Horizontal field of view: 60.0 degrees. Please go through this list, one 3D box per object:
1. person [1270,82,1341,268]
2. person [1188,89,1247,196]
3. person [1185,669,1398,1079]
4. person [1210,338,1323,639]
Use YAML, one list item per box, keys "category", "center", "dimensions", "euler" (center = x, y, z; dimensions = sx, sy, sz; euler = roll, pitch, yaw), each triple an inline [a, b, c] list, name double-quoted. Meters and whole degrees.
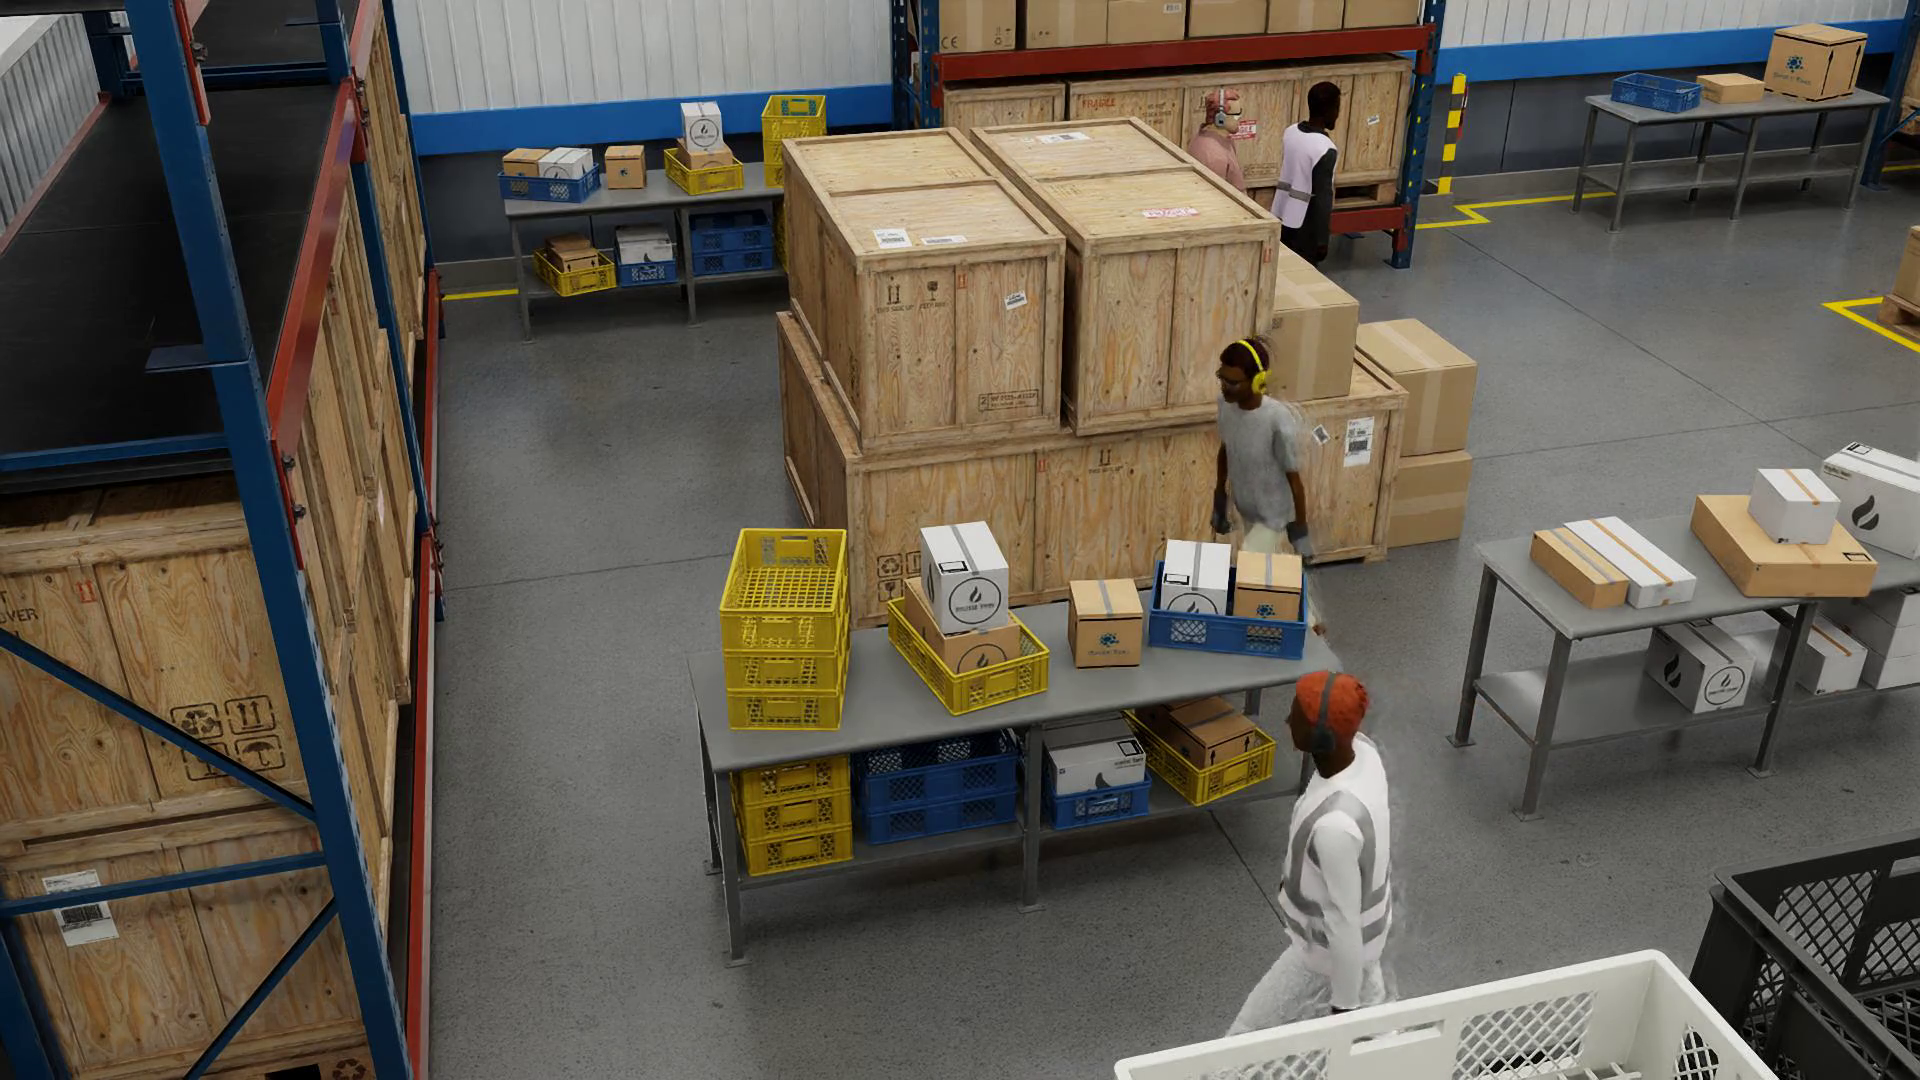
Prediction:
- category: "person"
  center: [2.322, -2.148, 11.306]
  dimensions: [0.388, 1.911, 0.591]
  euler: [-9, 30, -15]
- category: "person"
  center: [1.703, -2.055, 11.136]
  dimensions: [0.407, 1.908, 0.641]
  euler: [-1, 29, -1]
- category: "person"
  center: [1.081, 1.209, 5.285]
  dimensions: [0.979, 1.829, 0.607]
  euler: [11, 31, 18]
- category: "person"
  center: [1.431, -0.134, 7.765]
  dimensions: [0.930, 1.808, 0.556]
  euler: [-13, 32, -23]
